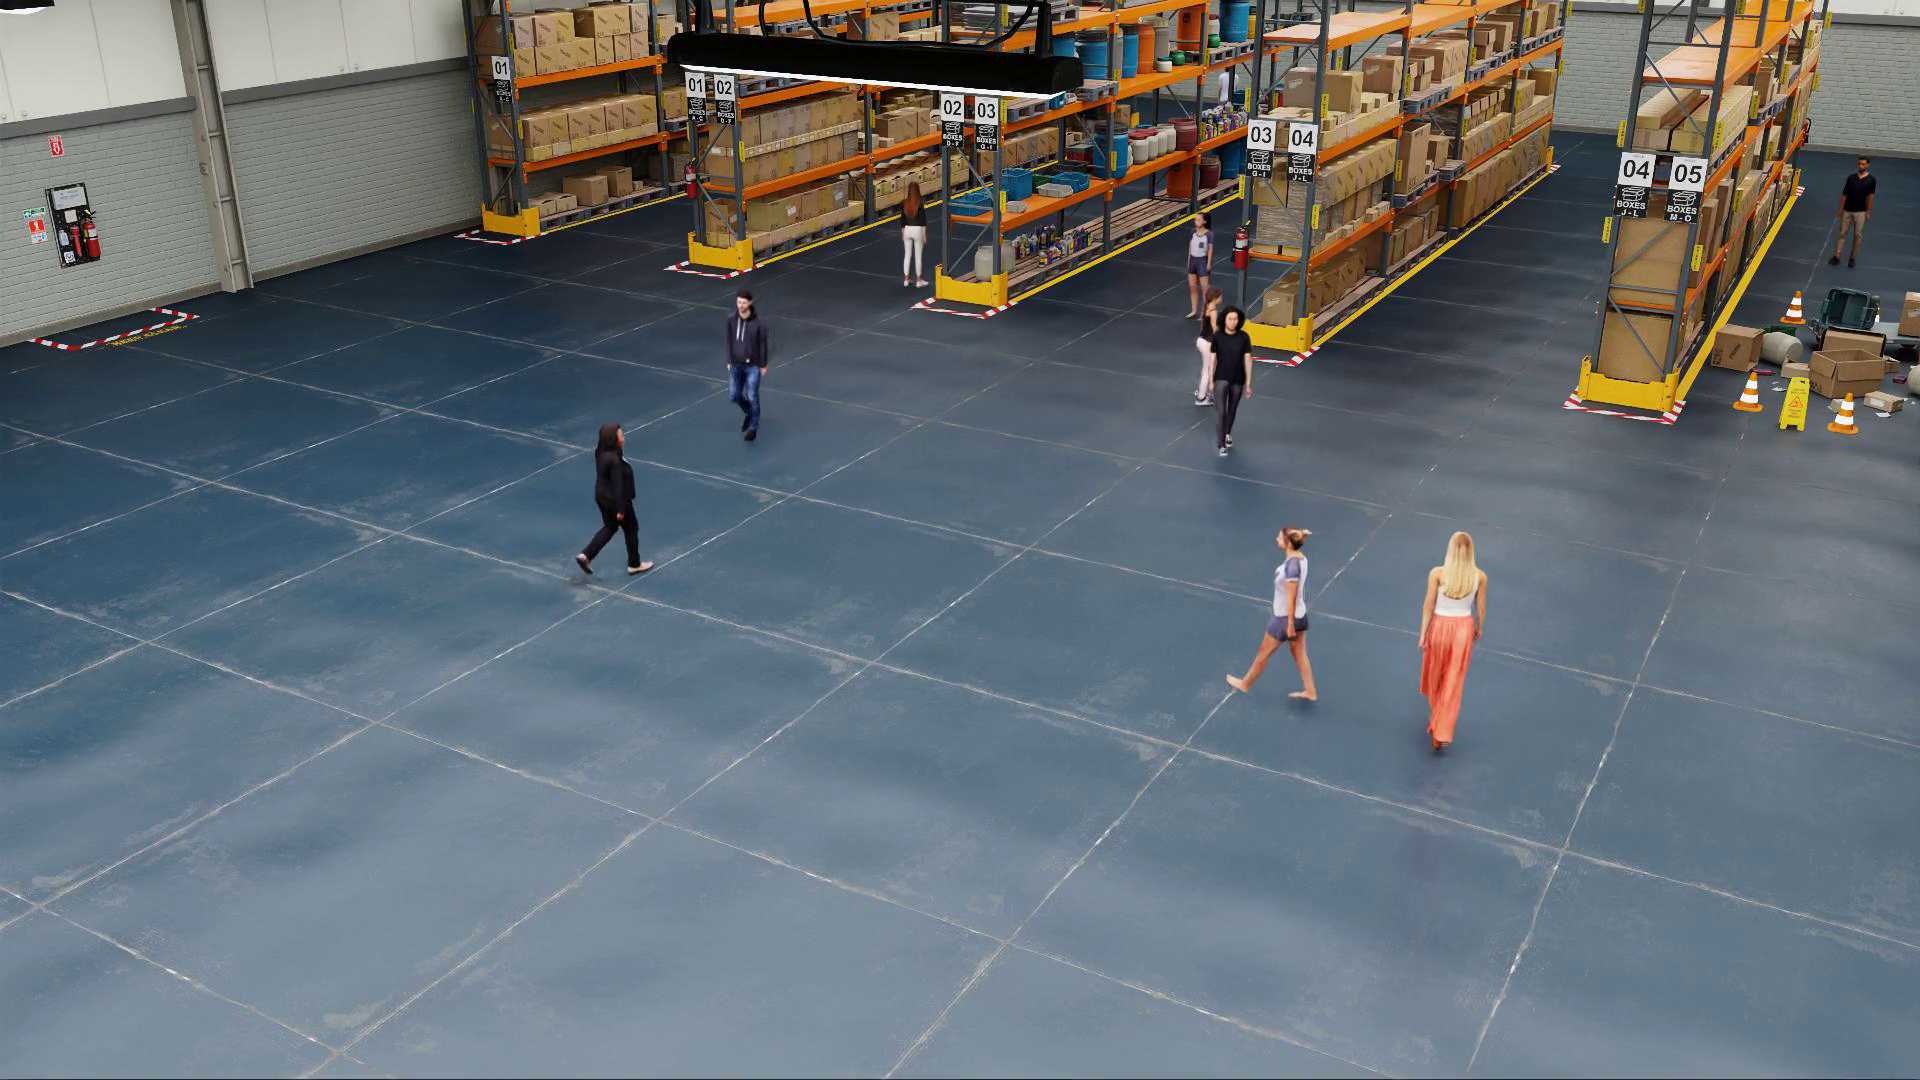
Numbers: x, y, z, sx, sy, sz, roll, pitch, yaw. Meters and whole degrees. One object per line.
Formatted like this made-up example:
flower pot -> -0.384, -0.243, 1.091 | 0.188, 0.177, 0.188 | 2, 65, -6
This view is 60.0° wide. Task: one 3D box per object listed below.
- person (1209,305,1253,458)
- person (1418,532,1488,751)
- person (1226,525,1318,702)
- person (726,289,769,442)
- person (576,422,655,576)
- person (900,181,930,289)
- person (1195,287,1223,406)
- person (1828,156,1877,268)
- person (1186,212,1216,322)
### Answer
person -> 3.195, -1.914, 19.703 | 0.988, 1.793, 1.245 | 1, 23, 3
person -> 3.921, 0.843, 13.278 | 0.900, 1.747, 1.329 | 5, 24, 13
person -> 2.826, 0.663, 13.922 | 0.686, 1.575, 0.942 | 10, 25, 23
person -> -2.546, -2.148, 20.144 | 0.779, 1.879, 0.788 | 7, 24, 16
person -> -3.463, -0.365, 16.312 | 1.082, 1.597, 0.882 | -15, 27, -32
person -> -0.755, -4.966, 26.995 | 0.606, 1.703, 0.523 | 11, 26, 25
person -> 3.123, -2.486, 21.362 | 0.726, 1.548, 0.666 | -6, 24, -14
person -> 15.224, -5.597, 28.284 | 0.689, 1.857, 0.593 | 19, 29, 37
person -> 3.641, -4.142, 25.132 | 0.623, 1.644, 0.653 | -18, 29, -36
